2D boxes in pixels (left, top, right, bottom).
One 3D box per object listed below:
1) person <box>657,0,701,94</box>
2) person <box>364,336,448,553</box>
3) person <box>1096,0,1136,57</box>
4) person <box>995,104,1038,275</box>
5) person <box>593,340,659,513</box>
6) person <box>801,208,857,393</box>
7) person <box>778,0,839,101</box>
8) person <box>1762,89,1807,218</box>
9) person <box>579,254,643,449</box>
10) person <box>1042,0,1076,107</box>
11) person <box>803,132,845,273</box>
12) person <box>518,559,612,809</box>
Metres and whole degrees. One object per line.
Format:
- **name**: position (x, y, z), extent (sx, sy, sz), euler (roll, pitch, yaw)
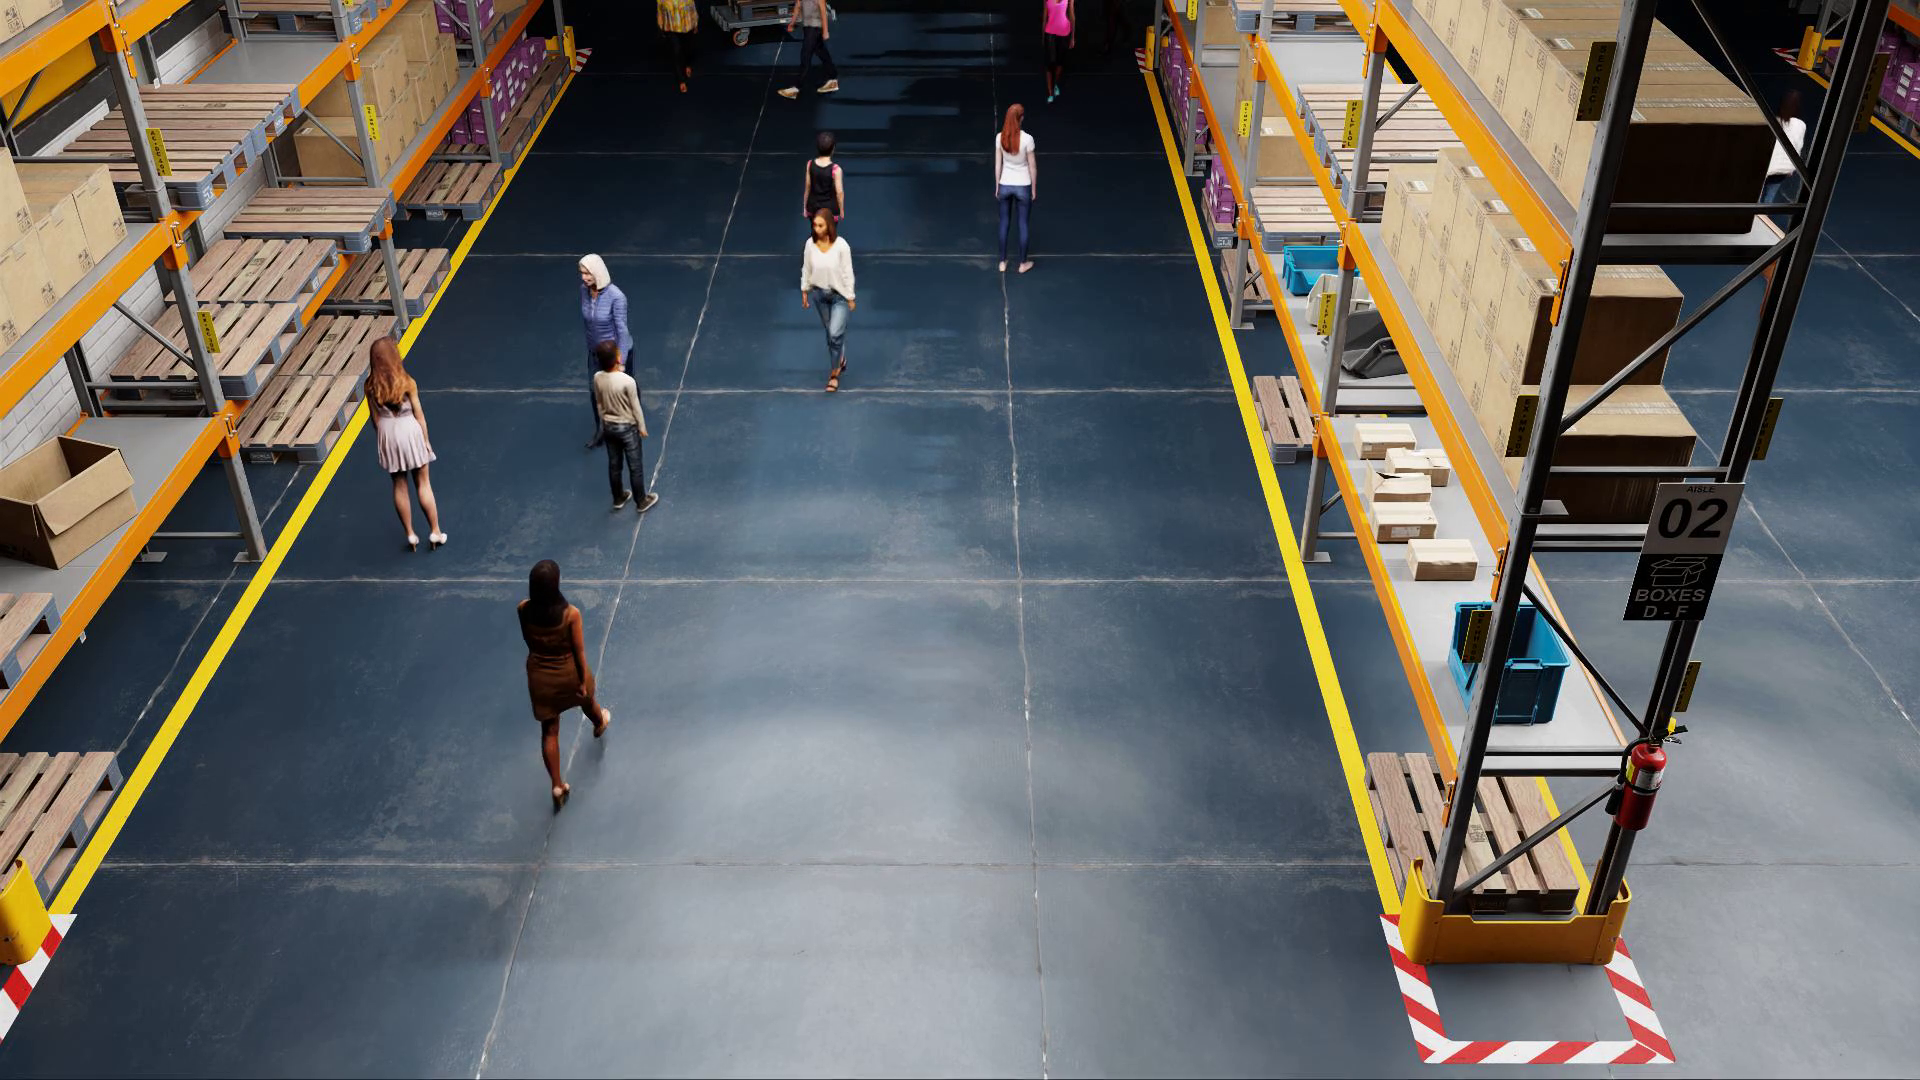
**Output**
- **person**: position (-3.650, -6.676, 21.607), extent (0.815, 1.642, 0.919), euler (-7, 34, -11)
- **person**: position (-4.186, -0.705, 12.510), extent (0.572, 1.768, 0.586), euler (-3, 34, -4)
- **person**: position (2.203, -7.597, 22.820), extent (1.127, 1.833, 1.088), euler (-25, 41, -32)
- **person**: position (0.547, -3.547, 16.813), extent (0.625, 1.737, 0.605), euler (9, 35, 13)
- **person**: position (-2.668, -0.881, 13.051), extent (0.616, 1.463, 0.631), euler (12, 36, 18)
- **person**: position (-1.103, -2.206, 14.862), extent (0.802, 1.664, 0.879), euler (14, 36, 20)
- **person**: position (-1.807, -6.594, 21.296), extent (1.081, 1.849, 1.188), euler (-17, 37, -24)
- **person**: position (8.505, -3.881, 17.417), extent (0.734, 1.626, 0.764), euler (9, 35, 13)
- **person**: position (-2.893, -1.646, 13.975), extent (0.859, 1.714, 0.953), euler (11, 35, 16)
- **person**: position (1.251, -6.452, 21.242), extent (0.589, 1.673, 1.092), euler (1, 34, 1)
- **person**: position (-1.398, -3.280, 16.593), extent (0.686, 1.536, 0.725), euler (13, 36, 18)
- **person**: position (-2.493, 0.910, 10.190), extent (0.591, 1.645, 1.059), euler (2, 34, 3)
